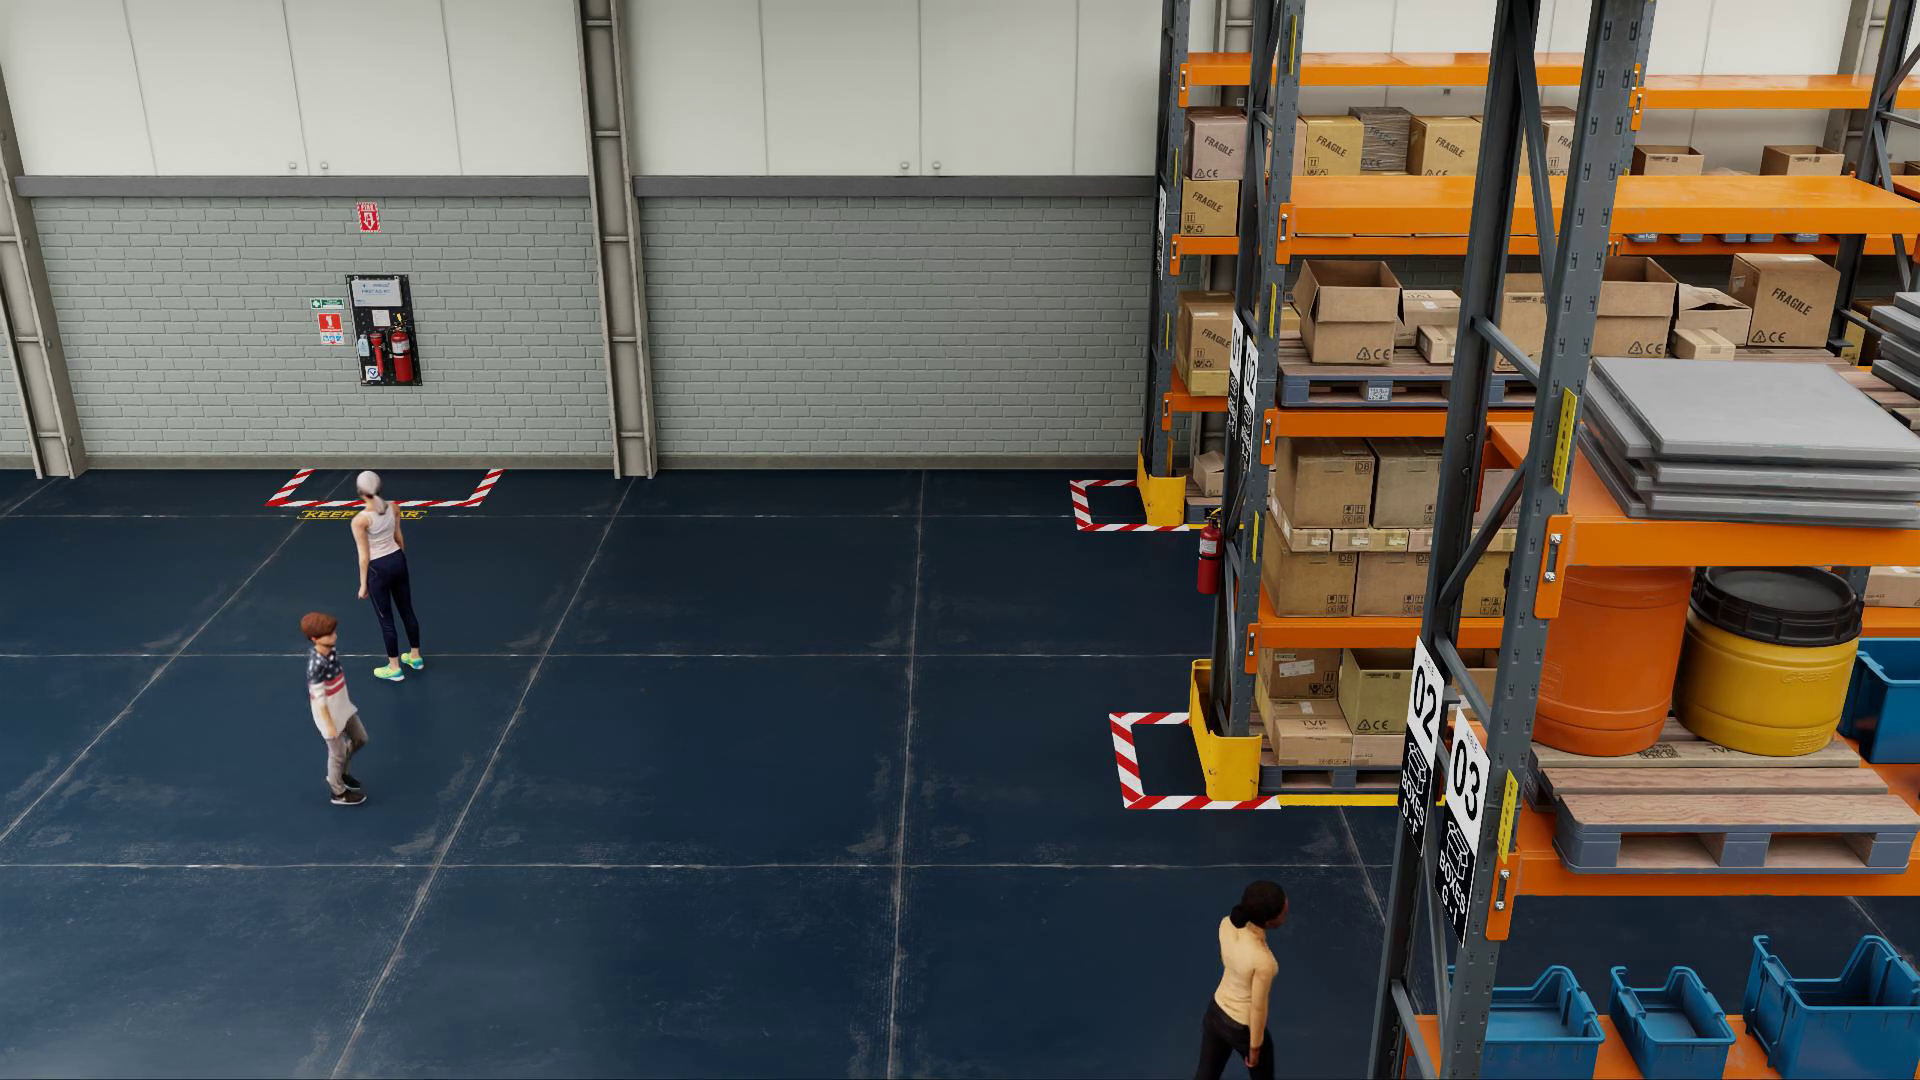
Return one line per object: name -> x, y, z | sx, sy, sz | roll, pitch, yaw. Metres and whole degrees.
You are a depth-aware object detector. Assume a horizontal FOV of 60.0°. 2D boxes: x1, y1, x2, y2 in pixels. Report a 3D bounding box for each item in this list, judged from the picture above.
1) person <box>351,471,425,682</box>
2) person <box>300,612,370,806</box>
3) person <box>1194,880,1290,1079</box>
person -> -4.458, 0.267, 12.938 | 0.702, 1.705, 0.683 | 14, 27, 30
person -> -4.294, 1.140, 11.236 | 0.536, 1.430, 0.531 | 1, 23, 2
person -> 1.274, 2.384, 8.063 | 1.091, 1.624, 0.941 | -16, 28, -33
